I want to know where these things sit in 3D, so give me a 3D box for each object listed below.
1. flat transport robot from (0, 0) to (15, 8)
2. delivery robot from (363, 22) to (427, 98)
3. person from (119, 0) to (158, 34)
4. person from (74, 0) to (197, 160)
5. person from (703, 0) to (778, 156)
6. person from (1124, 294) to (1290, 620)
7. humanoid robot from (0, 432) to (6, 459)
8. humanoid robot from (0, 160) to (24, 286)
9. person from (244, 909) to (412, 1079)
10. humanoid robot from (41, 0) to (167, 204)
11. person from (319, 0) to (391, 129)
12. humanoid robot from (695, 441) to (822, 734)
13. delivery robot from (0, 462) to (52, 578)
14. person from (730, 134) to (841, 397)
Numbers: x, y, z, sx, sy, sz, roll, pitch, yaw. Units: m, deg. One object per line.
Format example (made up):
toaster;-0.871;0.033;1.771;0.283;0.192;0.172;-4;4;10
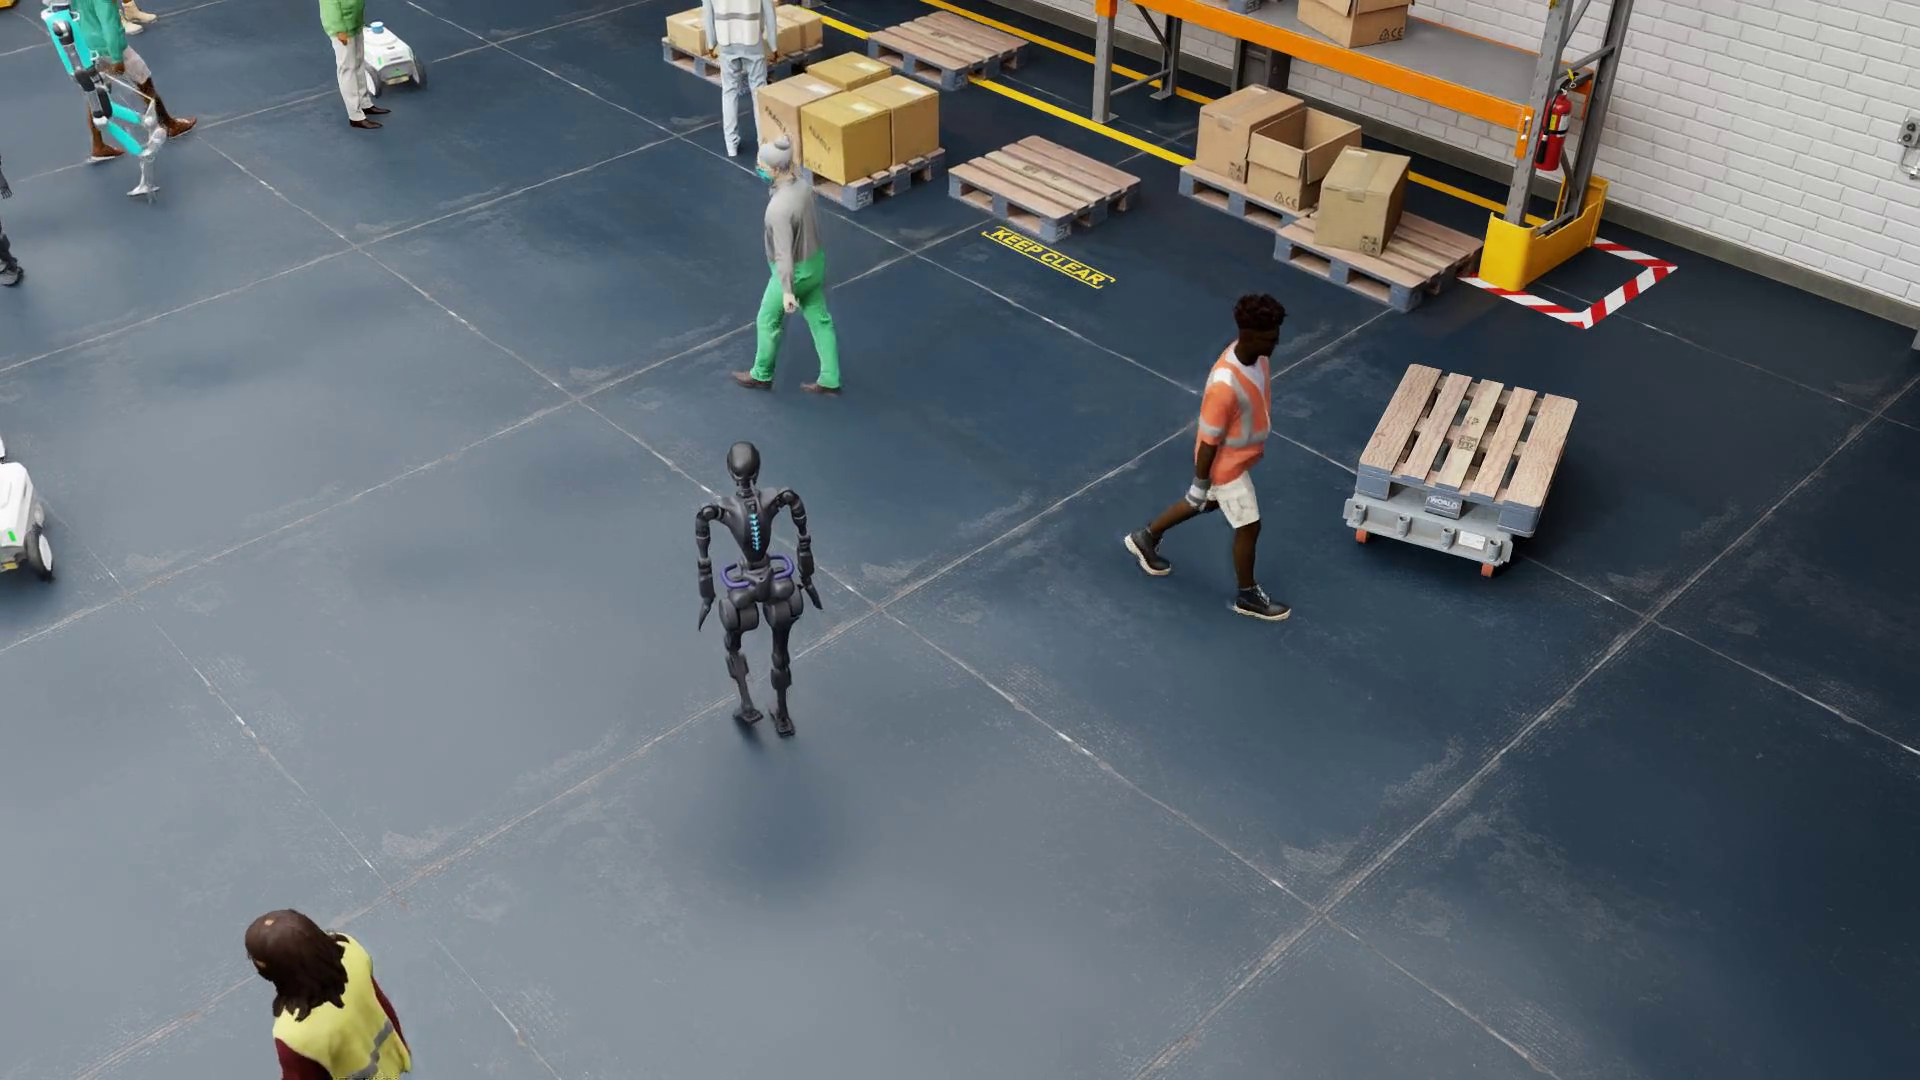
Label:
flat transport robot;-10.337;-5.560;16.894;1.431;0.231;0.659;-6;38;-8
delivery robot;-5.230;-4.386;15.108;0.499;0.601;0.803;-24;43;-28
person;-8.135;-5.896;15.871;0.391;2.041;0.612;4;37;5
person;-6.972;-4.065;13.646;0.501;1.802;0.973;19;41;24
person;-1.777;-4.059;13.551;0.603;1.908;0.397;1;37;1
person;1.359;-0.470;8.793;0.963;1.915;0.598;13;39;16
humanoid robot;-6.058;-1.171;9.808;0.530;1.724;0.696;-22;42;-27
humanoid robot;-7.107;-2.622;11.835;0.608;1.645;0.486;3;37;5
person;-2.195;1.904;5.812;0.966;1.711;0.490;1;37;2
humanoid robot;-6.484;-3.372;12.876;0.720;1.904;0.546;-17;40;-21
person;-5.209;-4.407;14.114;0.388;1.780;0.537;1;37;1
humanoid robot;-0.975;0.245;8.042;0.611;1.642;0.357;-12;39;-16
delivery robot;-5.468;-0.099;9.429;0.499;0.598;0.801;-12;39;-15
person;-1.159;-1.743;10.553;0.858;1.811;0.561;13;39;17
